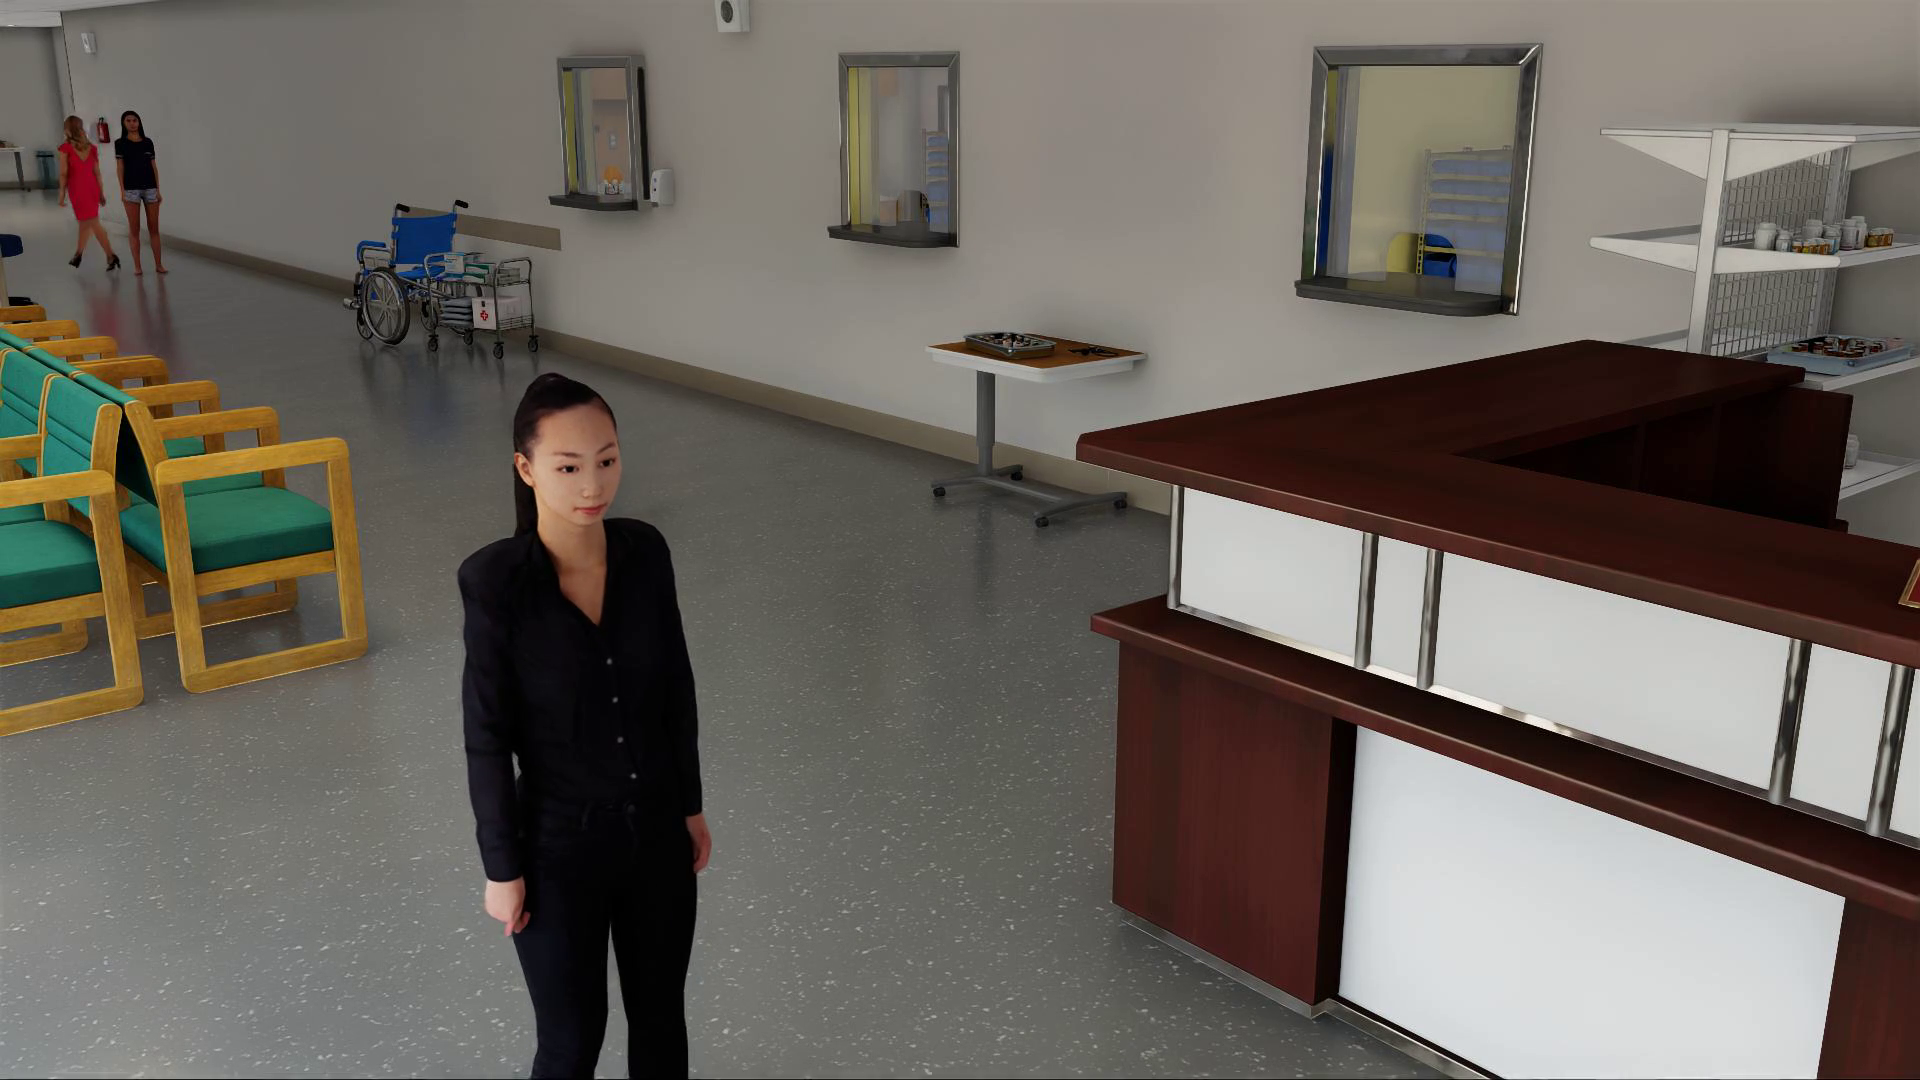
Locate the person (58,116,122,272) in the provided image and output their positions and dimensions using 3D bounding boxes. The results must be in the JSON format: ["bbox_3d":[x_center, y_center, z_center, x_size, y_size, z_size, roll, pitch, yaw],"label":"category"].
[{"bbox_3d":[-9.612,-3.791,18.378,0.914,1.679,1.036,8,17,25],"label":"person"}]

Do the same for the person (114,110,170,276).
[{"bbox_3d":[-9.070,-3.844,18.405,0.448,1.766,0.630,-12,20,-37],"label":"person"}]

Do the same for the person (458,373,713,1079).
[{"bbox_3d":[-0.643,0.550,2.924,0.424,1.710,0.638,-14,21,-40],"label":"person"}]
